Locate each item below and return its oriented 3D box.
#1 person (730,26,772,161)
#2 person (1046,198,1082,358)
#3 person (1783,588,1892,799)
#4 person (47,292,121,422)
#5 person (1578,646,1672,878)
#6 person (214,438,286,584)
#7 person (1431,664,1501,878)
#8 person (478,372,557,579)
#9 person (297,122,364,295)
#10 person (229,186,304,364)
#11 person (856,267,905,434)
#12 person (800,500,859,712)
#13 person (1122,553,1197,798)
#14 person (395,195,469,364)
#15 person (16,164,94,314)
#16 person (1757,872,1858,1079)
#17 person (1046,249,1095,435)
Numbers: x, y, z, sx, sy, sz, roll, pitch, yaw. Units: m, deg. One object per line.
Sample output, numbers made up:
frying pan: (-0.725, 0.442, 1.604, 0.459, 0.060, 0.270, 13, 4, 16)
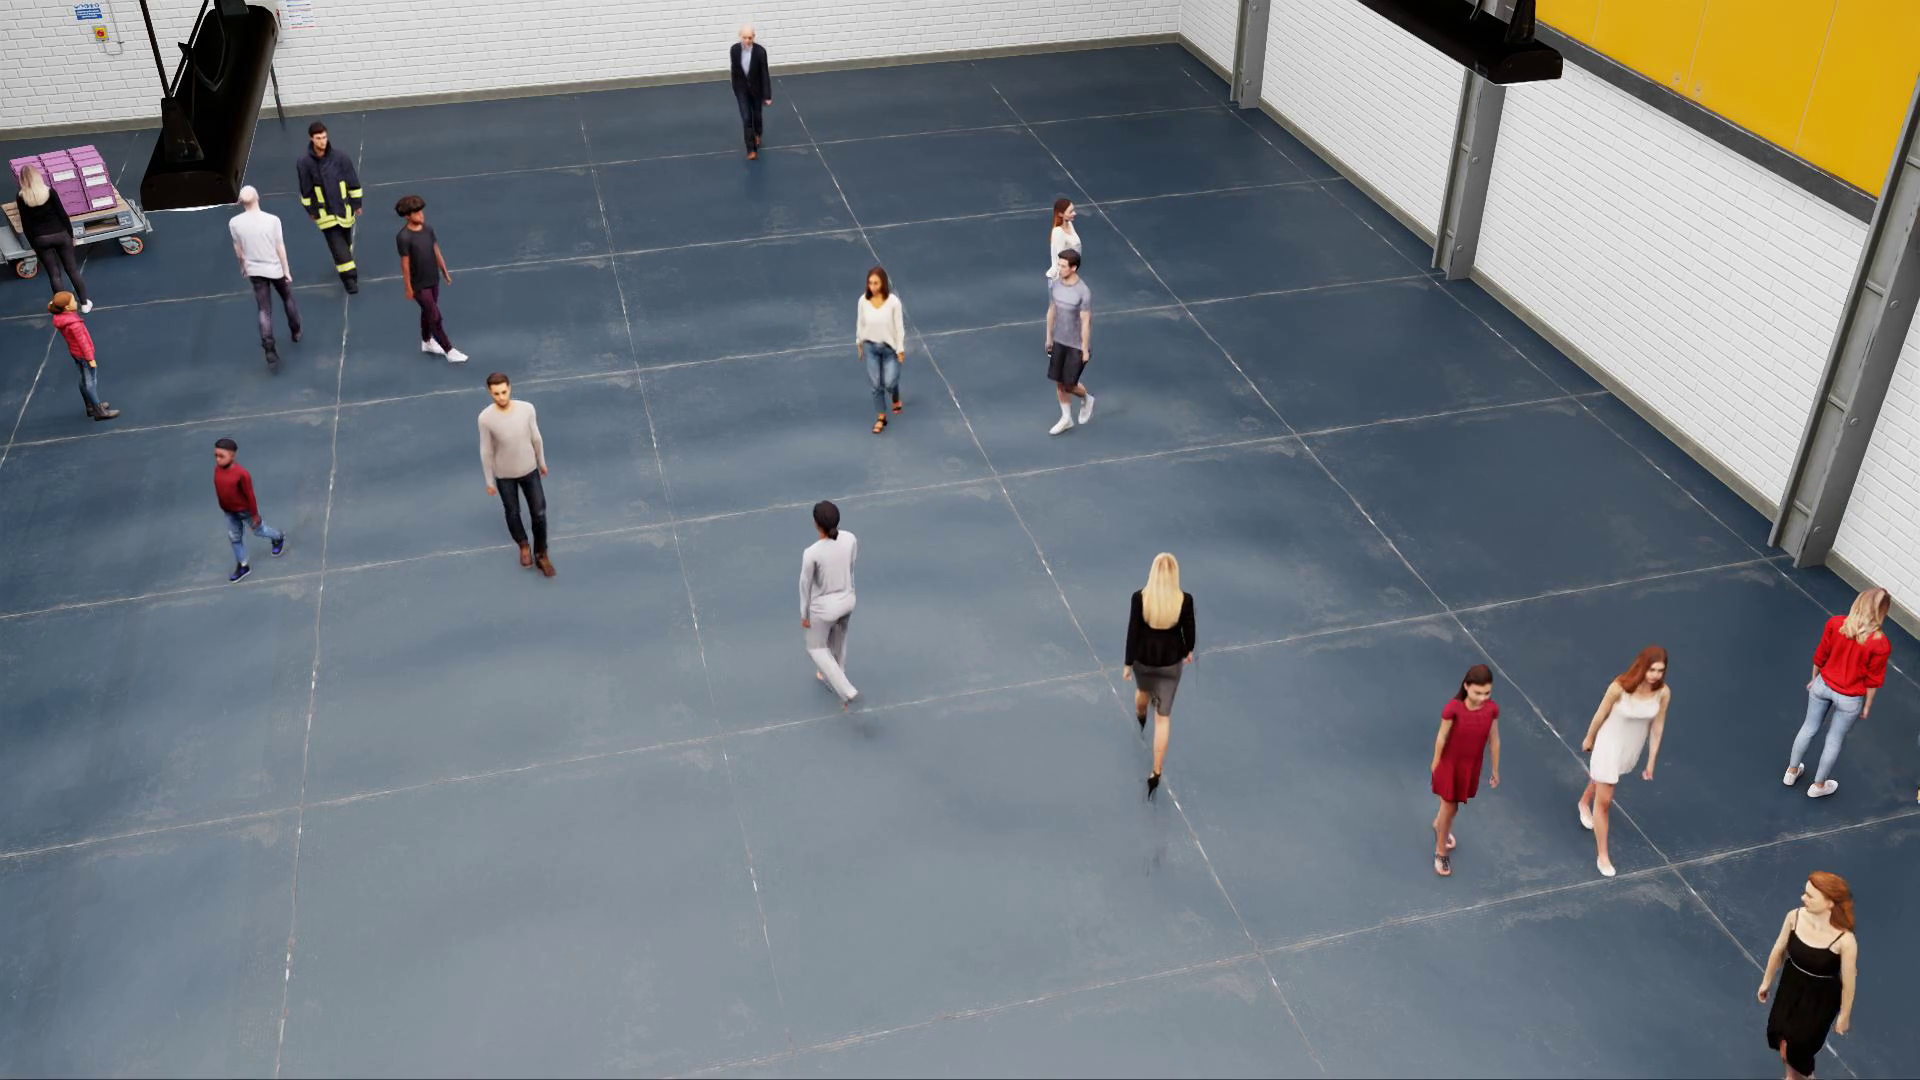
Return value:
person: (-2.764, -5.912, 21.843, 0.875, 1.728, 1.301, 1, 34, 2)
person: (1.035, -2.687, 17.024, 0.764, 1.692, 0.664, 10, 35, 15)
person: (6.028, 1.039, 11.406, 0.744, 1.704, 0.587, -24, 40, -31)
person: (-8.459, -1.780, 15.996, 0.570, 1.318, 0.654, 28, 42, 35)
person: (4.350, 1.308, 11.036, 0.776, 1.666, 1.127, 2, 34, 4)
person: (-5.952, -0.305, 13.851, 0.780, 1.236, 0.915, 10, 35, 15)
person: (3.301, 1.402, 11.012, 0.605, 1.537, 0.788, -5, 34, -7)
person: (-3.687, -0.604, 13.748, 0.747, 1.848, 0.856, -14, 36, -20)
person: (-6.969, -3.730, 18.424, 1.011, 1.879, 1.339, -17, 37, -24)
person: (-7.057, -2.660, 16.884, 0.736, 1.801, 1.221, -6, 34, -8)
person: (-0.708, -1.831, 15.757, 0.793, 1.669, 0.849, 11, 35, 15)
person: (-0.910, 0.509, 12.192, 0.828, 1.718, 1.002, -22, 39, -29)
person: (1.369, 0.960, 11.452, 0.897, 1.786, 1.247, 1, 34, 2)
person: (-5.533, -2.679, 16.950, 1.001, 1.760, 0.985, 12, 35, 17)
person: (-9.730, -3.203, 17.806, 0.660, 1.685, 0.612, -17, 37, -24)
person: (4.755, 2.539, 9.256, 0.764, 1.587, 0.613, -25, 41, -33)
person: (1.111, -1.881, 15.665, 0.907, 1.854, 0.856, -28, 42, -35)
